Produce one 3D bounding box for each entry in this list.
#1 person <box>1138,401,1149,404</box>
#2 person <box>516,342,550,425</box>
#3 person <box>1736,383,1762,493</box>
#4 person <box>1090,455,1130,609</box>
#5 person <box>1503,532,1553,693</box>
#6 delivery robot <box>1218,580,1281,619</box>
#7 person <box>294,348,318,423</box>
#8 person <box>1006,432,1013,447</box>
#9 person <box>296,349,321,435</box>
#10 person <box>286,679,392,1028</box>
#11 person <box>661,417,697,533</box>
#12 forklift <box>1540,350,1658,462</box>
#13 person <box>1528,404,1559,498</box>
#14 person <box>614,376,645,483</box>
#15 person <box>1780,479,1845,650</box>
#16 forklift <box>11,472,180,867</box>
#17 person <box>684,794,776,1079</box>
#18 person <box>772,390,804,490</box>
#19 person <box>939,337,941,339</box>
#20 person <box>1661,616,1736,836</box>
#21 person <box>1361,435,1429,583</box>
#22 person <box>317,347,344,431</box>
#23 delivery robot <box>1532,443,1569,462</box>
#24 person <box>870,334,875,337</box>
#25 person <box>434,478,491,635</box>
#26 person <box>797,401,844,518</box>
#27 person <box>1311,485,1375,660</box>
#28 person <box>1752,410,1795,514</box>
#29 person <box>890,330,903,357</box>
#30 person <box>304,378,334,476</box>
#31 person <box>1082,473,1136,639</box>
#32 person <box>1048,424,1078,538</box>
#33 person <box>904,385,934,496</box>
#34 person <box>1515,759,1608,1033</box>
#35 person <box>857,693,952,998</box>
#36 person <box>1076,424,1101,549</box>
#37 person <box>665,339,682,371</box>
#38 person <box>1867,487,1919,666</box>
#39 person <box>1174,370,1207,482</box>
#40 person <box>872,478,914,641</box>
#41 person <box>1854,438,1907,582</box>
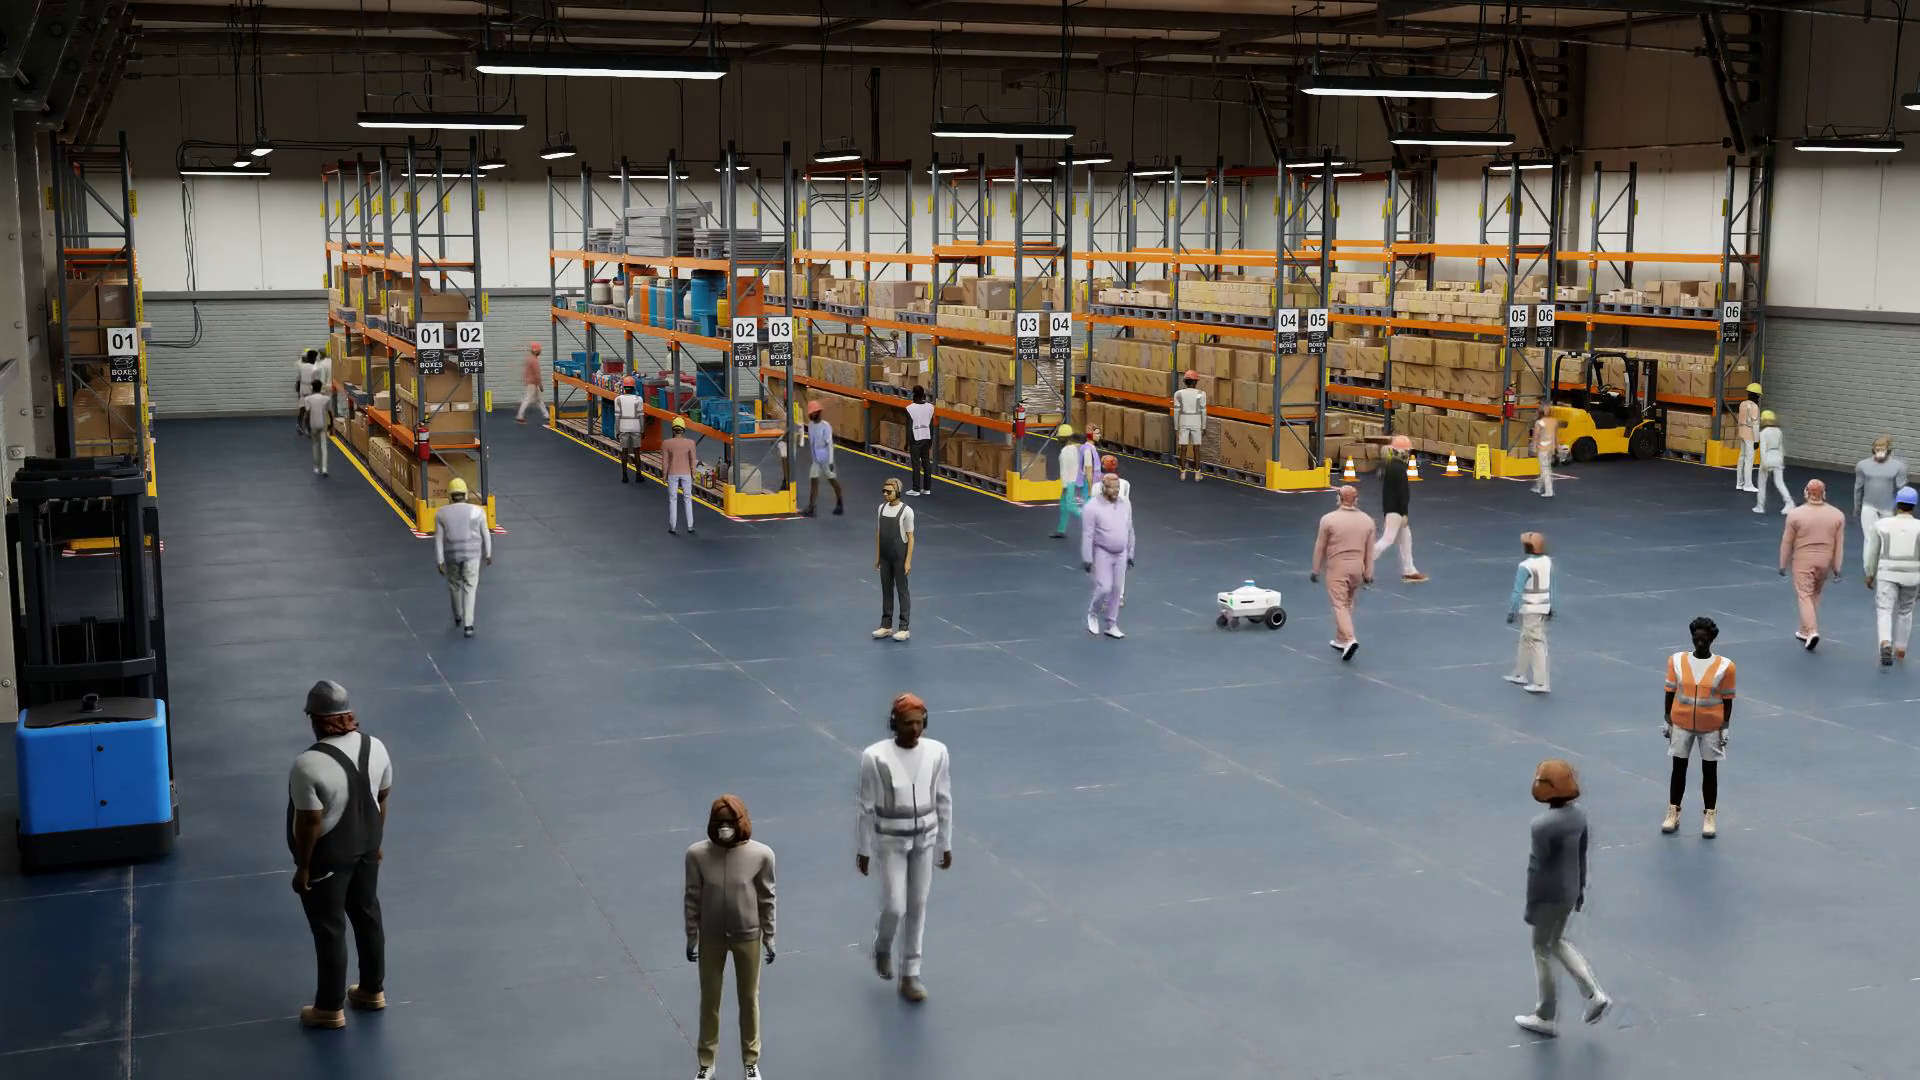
[{"bbox_3d":[4.456,-3.786,50.407,0.633,1.843,0.429,-7,11,-39],"label":"person"},{"bbox_3d":[-10.077,-3.710,49.613,1.041,1.934,0.642,-3,9,-19],"label":"person"},{"bbox_3d":[13.959,-1.815,37.001,0.371,1.923,0.586,-1,9,-7],"label":"person"},{"bbox_3d":[1.828,-0.107,25.748,0.576,1.882,0.355,-7,11,-38],"label":"person"},{"bbox_3d":[5.684,0.714,21.125,0.546,1.609,0.700,-8,12,-43],"label":"person"},{"bbox_3d":[3.380,0.717,24.475,0.707,0.478,0.477,-4,10,-22],"label":"delivery robot"},{"bbox_3d":[-15.569,-3.679,49.872,0.613,1.782,0.780,-1,9,-7],"label":"person"},{"bbox_3d":[1.070,-2.436,42.088,0.516,1.641,0.309,-7,11,-38],"label":"person"},{"bbox_3d":[-14.651,-3.314,47.014,0.621,1.922,0.924,1,9,8],"label":"person"},{"bbox_3d":[-3.710,1.842,12.367,0.536,2.000,0.688,5,10,30],"label":"person"},{"bbox_3d":[-4.296,-0.993,32.039,0.533,1.767,0.323,-1,9,-9],"label":"person"},{"bbox_3d":[12.897,-2.725,42.309,2.313,2.155,1.214,-3,9,-21],"label":"forklift"},{"bbox_3d":[10.060,-1.558,36.309,0.538,1.604,0.773,-5,10,-30],"label":"person"},{"bbox_3d":[-6.041,-2.026,38.354,0.543,1.939,0.360,0,9,2],"label":"person"},{"bbox_3d":[9.503,0.259,23.350,0.652,1.875,0.927,0,9,2],"label":"person"},{"bbox_3d":[-6.630,0.886,15.957,1.129,2.768,1.873,-3,9,-21],"label":"forklift"},{"bbox_3d":[-1.246,2.173,11.366,0.498,1.634,0.284,0,9,0],"label":"person"},{"bbox_3d":[-3.042,-1.765,36.944,0.554,1.858,1.062,-2,9,-13],"label":"person"},{"bbox_3d":[-0.675,-4.135,52.495,0.642,1.910,0.429,6,10,33],"label":"person"},{"bbox_3d":[5.682,1.425,16.141,0.535,1.698,0.318,4,10,28],"label":"person"},{"bbox_3d":[5.656,-0.403,27.481,0.977,1.963,0.640,0,9,1],"label":"person"},{"bbox_3d":[-14.472,-3.475,48.095,0.523,1.920,0.642,1,9,6],"label":"person"},{"bbox_3d":[11.606,-1.783,41.156,0.477,0.478,0.707,-6,11,-37],"label":"delivery robot"},{"bbox_3d":[-2.373,-4.585,55.875,0.846,1.793,0.617,-7,11,-39],"label":"person"},{"bbox_3d":[-5.739,0.179,24.197,0.604,1.783,0.948,-1,9,-5],"label":"person"},{"bbox_3d":[-2.210,-1.305,33.793,0.664,1.871,1.017,8,11,42],"label":"person"},{"bbox_3d":[4.210,0.336,22.842,0.646,1.873,0.915,-3,9,-17],"label":"person"},{"bbox_3d":[13.249,-1.258,34.034,0.497,1.695,0.804,-3,9,-18],"label":"person"},{"bbox_3d":[-1.696,-4.593,55.482,0.373,1.936,0.629,1,9,4],"label":"person"},{"bbox_3d":[-12.053,-2.126,39.422,0.532,1.827,0.966,-3,9,-22],"label":"person"},{"bbox_3d":[1.718,0.176,23.844,0.645,1.893,0.422,-6,10,-33],"label":"person"},{"bbox_3d":[1.701,-0.871,31.340,0.780,1.740,0.522,3,9,22],"label":"person"},{"bbox_3d":[-0.707,-1.739,36.502,0.593,1.921,0.392,-7,11,-38],"label":"person"},{"bbox_3d":[3.473,2.072,12.095,0.501,1.620,0.427,-8,12,-43],"label":"person"},{"bbox_3d":[-0.329,1.847,12.746,0.603,1.872,0.451,-4,9,-25],"label":"person"},{"bbox_3d":[1.865,-0.762,30.230,0.390,1.846,0.565,0,9,2],"label":"person"},{"bbox_3d":[-6.921,-3.880,50.569,0.405,1.987,0.618,4,9,24],"label":"person"},{"bbox_3d":[10.003,0.395,22.302,0.603,1.917,0.834,3,9,20],"label":"person"},{"bbox_3d":[4.237,-2.103,38.542,0.605,2.037,0.394,2,9,14],"label":"person"},{"bbox_3d":[-0.754,0.210,23.753,0.505,1.846,0.346,6,11,36],"label":"person"},{"bbox_3d":[12.238,-0.427,27.878,0.645,1.896,1.010,4,9,24],"label":"person"}]
